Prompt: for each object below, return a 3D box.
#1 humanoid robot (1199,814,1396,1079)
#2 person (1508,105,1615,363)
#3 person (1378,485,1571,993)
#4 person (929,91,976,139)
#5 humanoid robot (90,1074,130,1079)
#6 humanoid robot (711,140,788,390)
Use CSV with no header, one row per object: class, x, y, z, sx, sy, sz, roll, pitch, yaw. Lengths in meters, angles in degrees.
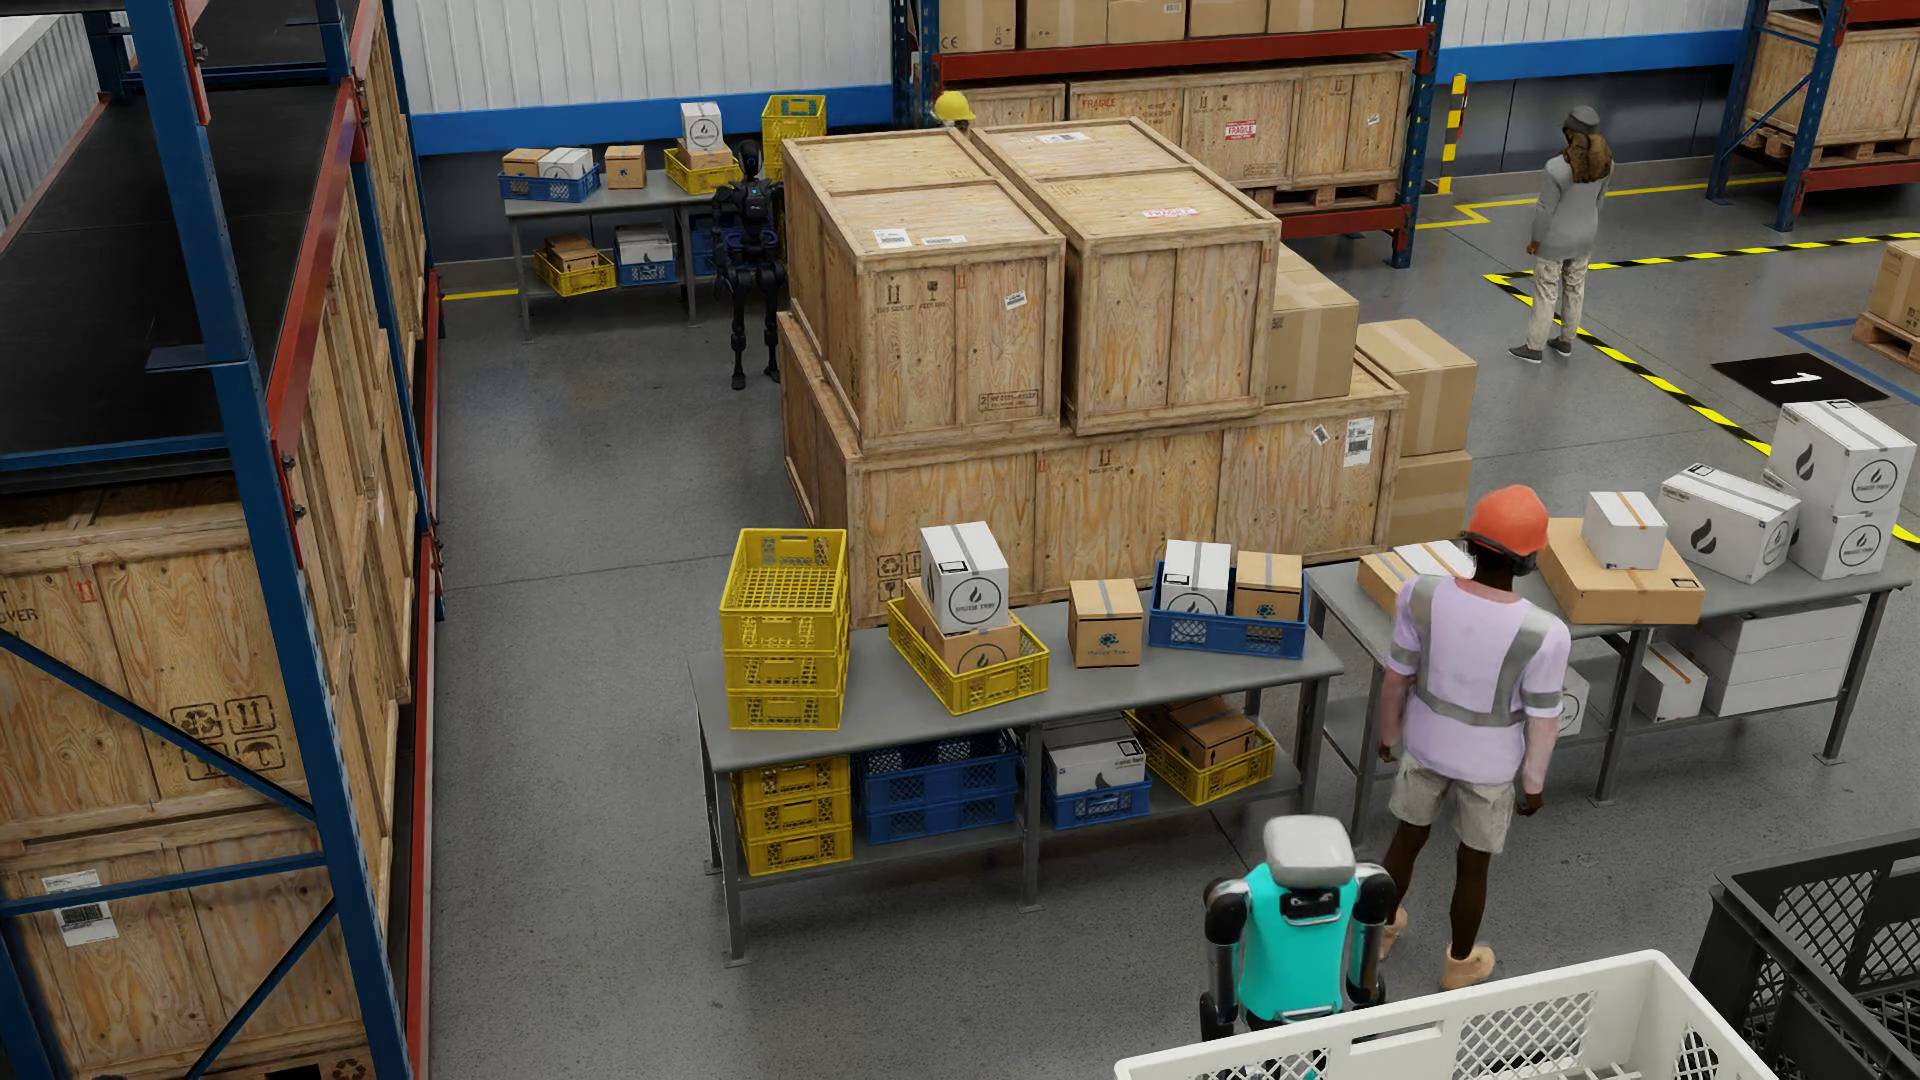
humanoid robot,0.966,1.603,4.580,0.535,1.694,0.738,-5,29,-9
person,4.120,-2.063,11.305,0.561,1.769,0.400,-13,31,-22
person,1.814,0.737,5.969,0.619,2.033,0.414,20,35,32
person,-0.020,-2.215,11.565,0.847,1.786,0.602,-5,29,-8
humanoid robot,-1.998,1.942,4.144,0.381,1.642,0.601,11,31,19
humanoid robot,-1.340,-1.808,10.922,0.599,1.657,0.315,-10,30,-17
